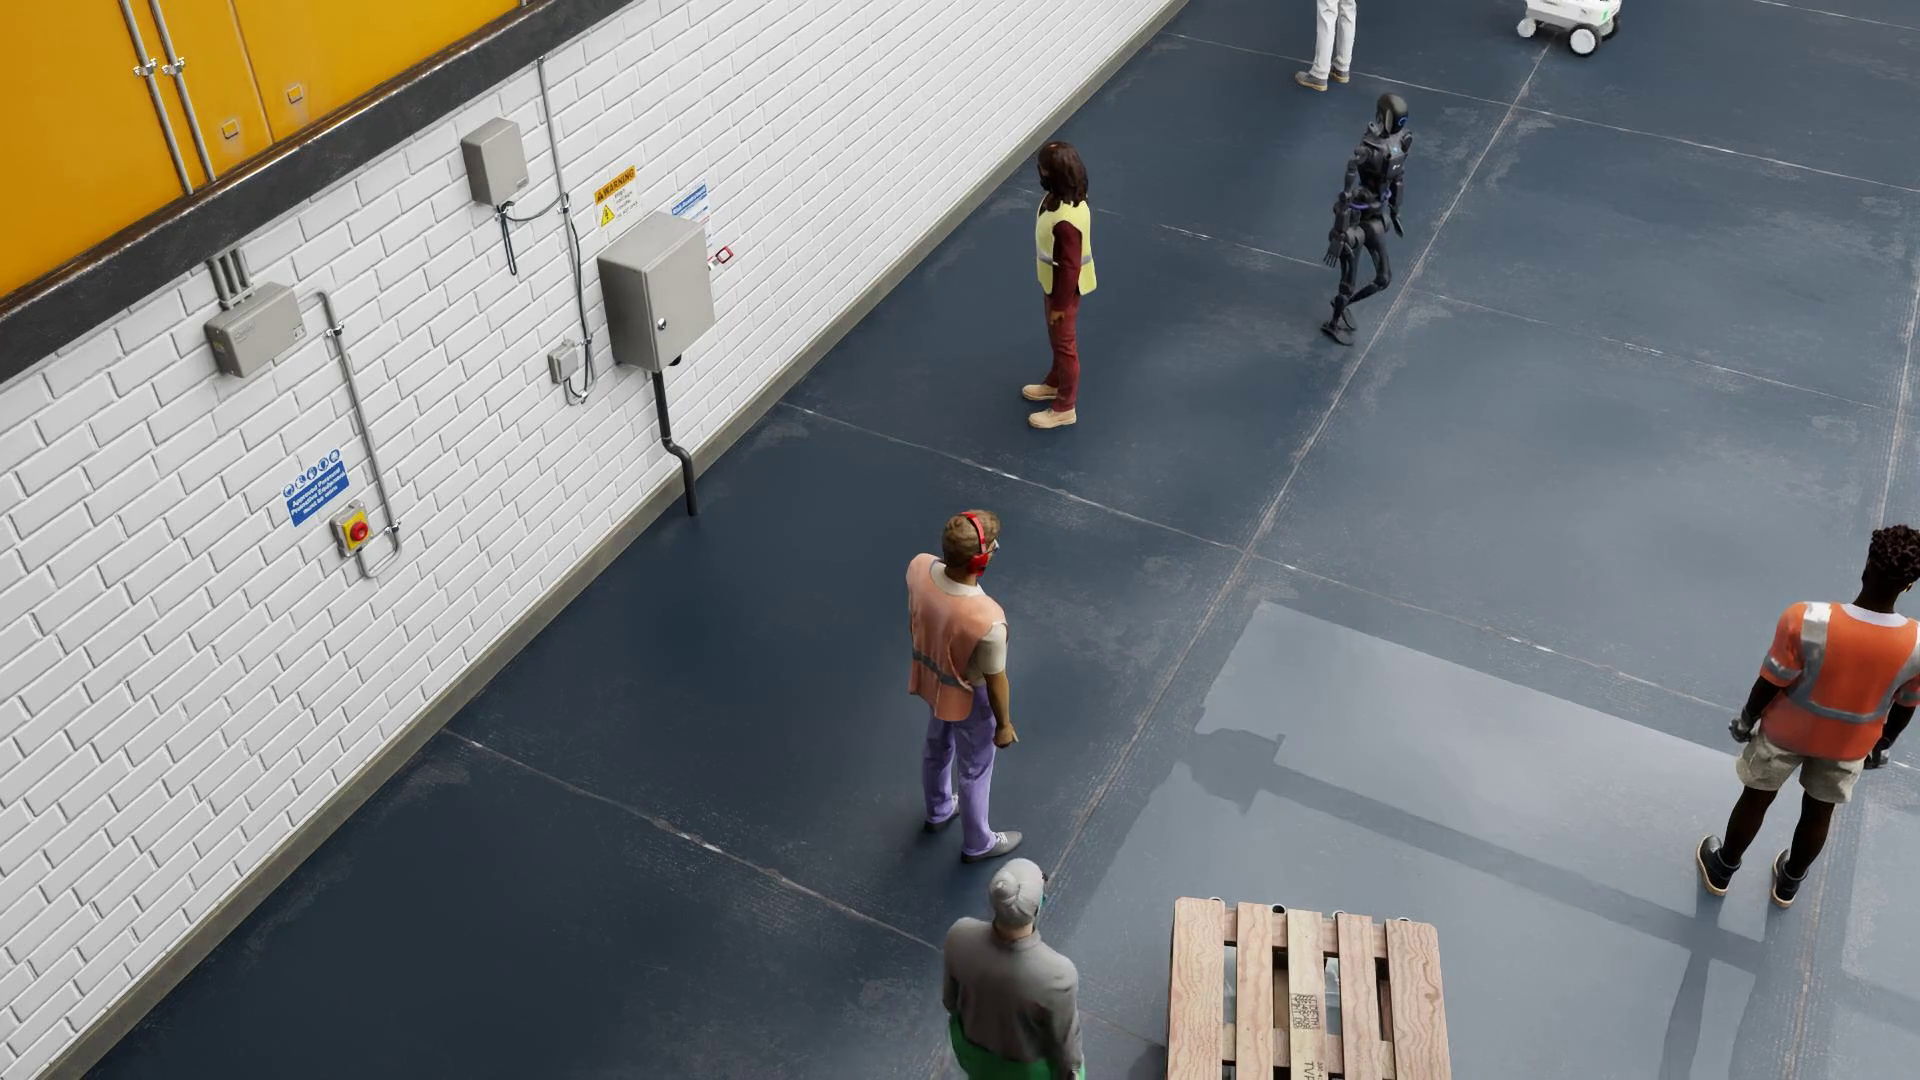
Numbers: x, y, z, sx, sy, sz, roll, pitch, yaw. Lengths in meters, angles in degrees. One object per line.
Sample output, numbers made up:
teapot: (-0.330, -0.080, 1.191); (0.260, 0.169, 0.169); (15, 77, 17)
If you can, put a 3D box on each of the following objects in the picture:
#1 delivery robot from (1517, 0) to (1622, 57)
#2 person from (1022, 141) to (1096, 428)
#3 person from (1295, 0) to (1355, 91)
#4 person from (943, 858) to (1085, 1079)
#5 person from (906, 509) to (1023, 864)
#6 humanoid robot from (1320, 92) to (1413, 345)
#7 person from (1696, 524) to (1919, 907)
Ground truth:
delivery robot: (5.017, -4.354, 13.661); (0.777, 0.587, 0.499); (27, 48, 28)
person: (0.570, -1.429, 9.343); (0.378, 1.774, 0.466); (-1, 41, -2)
person: (2.892, -4.361, 12.659); (0.581, 1.882, 0.338); (-25, 47, -26)
person: (0.195, 1.682, 5.692); (0.540, 1.831, 0.416); (19, 44, 20)
person: (0.001, 0.635, 6.901); (0.391, 1.837, 0.562); (-28, 48, -29)
humanoid robot: (2.427, -1.923, 9.987); (0.610, 1.639, 0.358); (-28, 48, -28)
person: (3.445, 0.741, 6.680); (0.609, 1.964, 0.364); (11, 42, 13)
